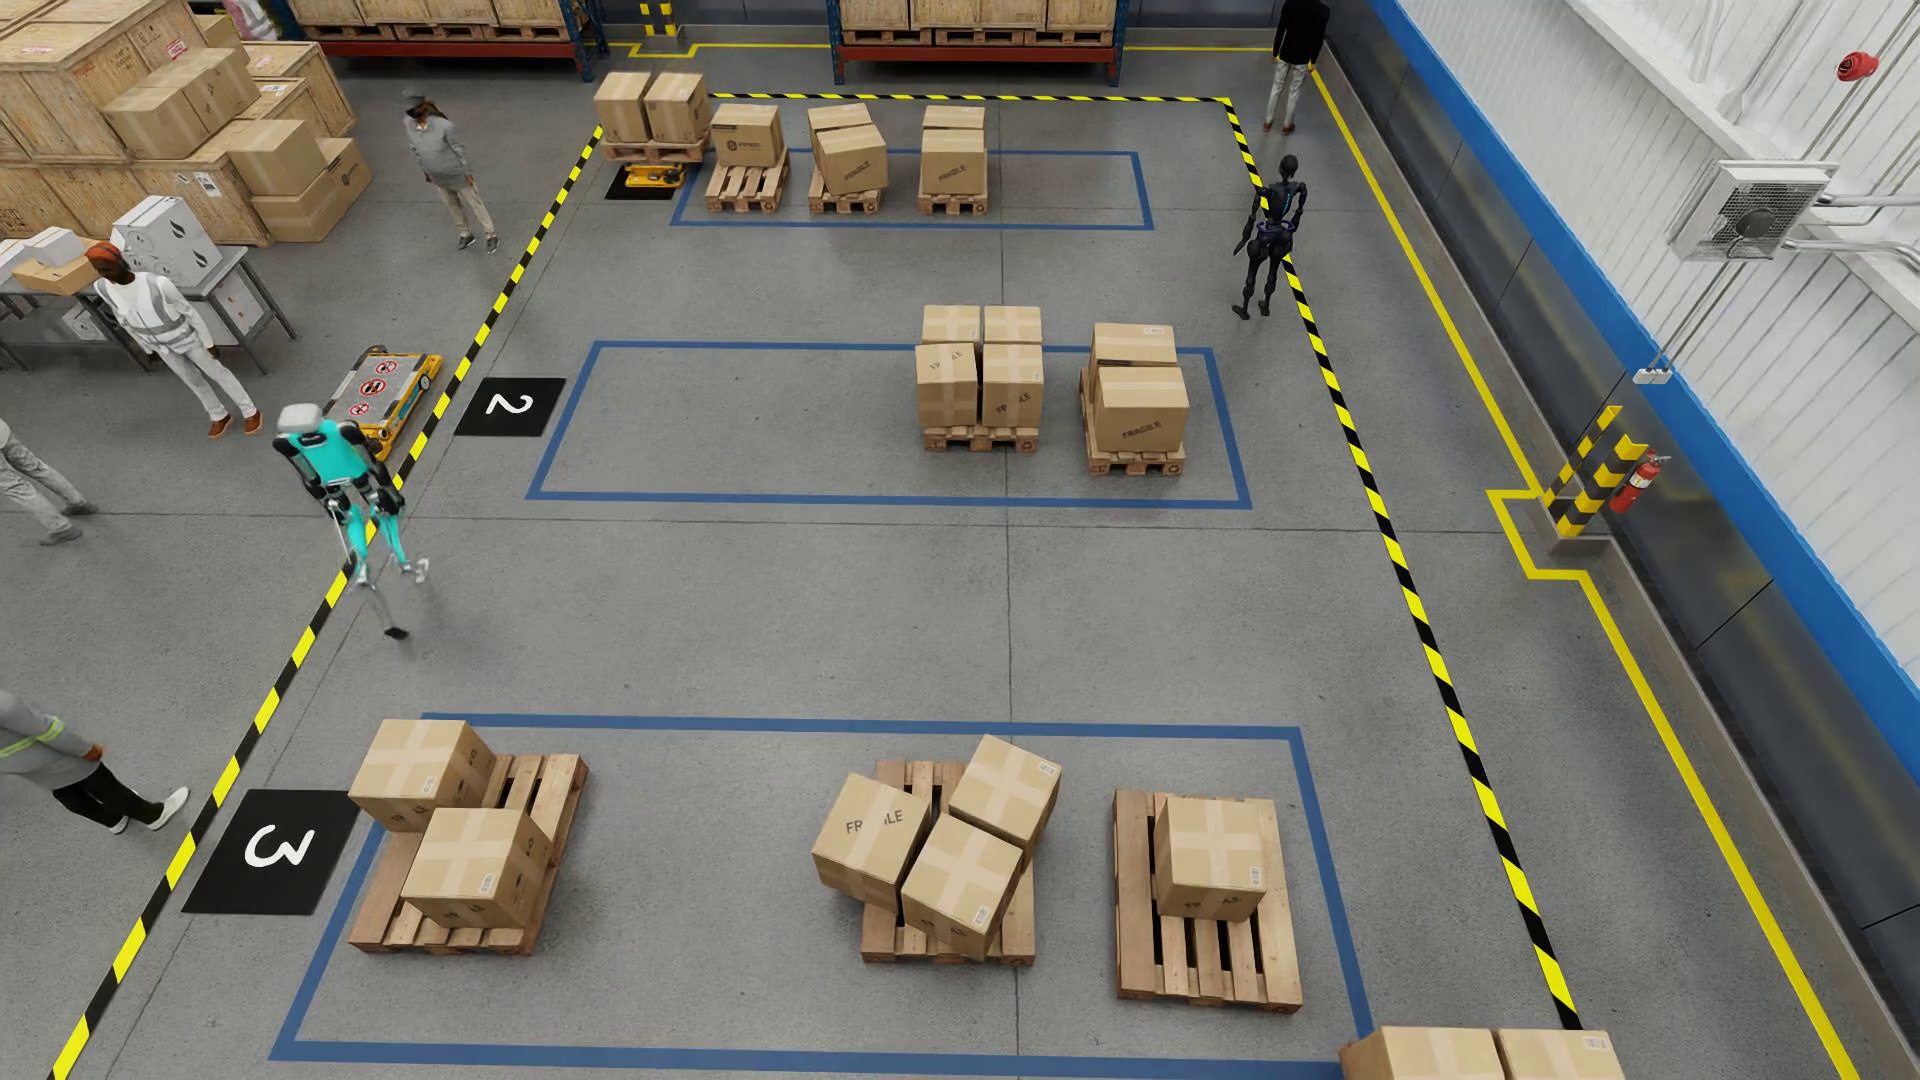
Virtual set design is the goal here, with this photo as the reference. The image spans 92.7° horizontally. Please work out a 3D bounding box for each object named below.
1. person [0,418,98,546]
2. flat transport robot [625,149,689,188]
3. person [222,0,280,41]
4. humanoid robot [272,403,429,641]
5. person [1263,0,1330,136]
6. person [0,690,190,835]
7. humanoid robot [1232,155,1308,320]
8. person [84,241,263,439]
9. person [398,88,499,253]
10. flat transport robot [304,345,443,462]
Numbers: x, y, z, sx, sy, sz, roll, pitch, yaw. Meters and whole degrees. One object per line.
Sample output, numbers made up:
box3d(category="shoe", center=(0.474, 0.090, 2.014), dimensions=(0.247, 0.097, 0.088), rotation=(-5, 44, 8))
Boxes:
box3d(category="person", center=(-7.408, -0.728, 6.892), dimensions=(0.414, 1.940, 0.605), rotation=(-9, 50, -7))
box3d(category="flat transport robot", center=(-3.697, -4.850, 11.452), dimensions=(0.652, 0.197, 1.431), rotation=(1, 50, 1))
box3d(category="person", center=(-9.032, -6.509, 11.868), dimensions=(0.591, 1.804, 0.617), rotation=(-6, 50, -5))
box3d(category="humanoid robot", center=(-4.231, -0.030, 6.442), dimensions=(0.550, 1.759, 0.978), rotation=(-12, 51, -10))
box3d(category="person", center=(4.173, -6.032, 11.418), dimensions=(0.586, 1.877, 0.394), rotation=(24, 54, 19))
box3d(category="person", center=(-5.346, 1.188, 5.328), dimensions=(0.589, 1.847, 0.407), rotation=(0, 50, 0))
box3d(category="humanoid robot", center=(3.000, -2.924, 8.911), dimensions=(0.599, 1.653, 0.315), rotation=(-8, 50, -7))
box3d(category="person", center=(-6.580, -1.647, 7.704), dimensions=(0.574, 1.882, 0.362), rotation=(-5, 50, -4))
box3d(category="person", center=(-5.392, -3.877, 9.664), dimensions=(0.569, 1.766, 0.397), rotation=(6, 50, 5))
box3d(category="flat transport robot", center=(-5.383, -1.269, 8.441), dimensions=(0.659, 0.231, 1.431), rotation=(1, 50, 1))
